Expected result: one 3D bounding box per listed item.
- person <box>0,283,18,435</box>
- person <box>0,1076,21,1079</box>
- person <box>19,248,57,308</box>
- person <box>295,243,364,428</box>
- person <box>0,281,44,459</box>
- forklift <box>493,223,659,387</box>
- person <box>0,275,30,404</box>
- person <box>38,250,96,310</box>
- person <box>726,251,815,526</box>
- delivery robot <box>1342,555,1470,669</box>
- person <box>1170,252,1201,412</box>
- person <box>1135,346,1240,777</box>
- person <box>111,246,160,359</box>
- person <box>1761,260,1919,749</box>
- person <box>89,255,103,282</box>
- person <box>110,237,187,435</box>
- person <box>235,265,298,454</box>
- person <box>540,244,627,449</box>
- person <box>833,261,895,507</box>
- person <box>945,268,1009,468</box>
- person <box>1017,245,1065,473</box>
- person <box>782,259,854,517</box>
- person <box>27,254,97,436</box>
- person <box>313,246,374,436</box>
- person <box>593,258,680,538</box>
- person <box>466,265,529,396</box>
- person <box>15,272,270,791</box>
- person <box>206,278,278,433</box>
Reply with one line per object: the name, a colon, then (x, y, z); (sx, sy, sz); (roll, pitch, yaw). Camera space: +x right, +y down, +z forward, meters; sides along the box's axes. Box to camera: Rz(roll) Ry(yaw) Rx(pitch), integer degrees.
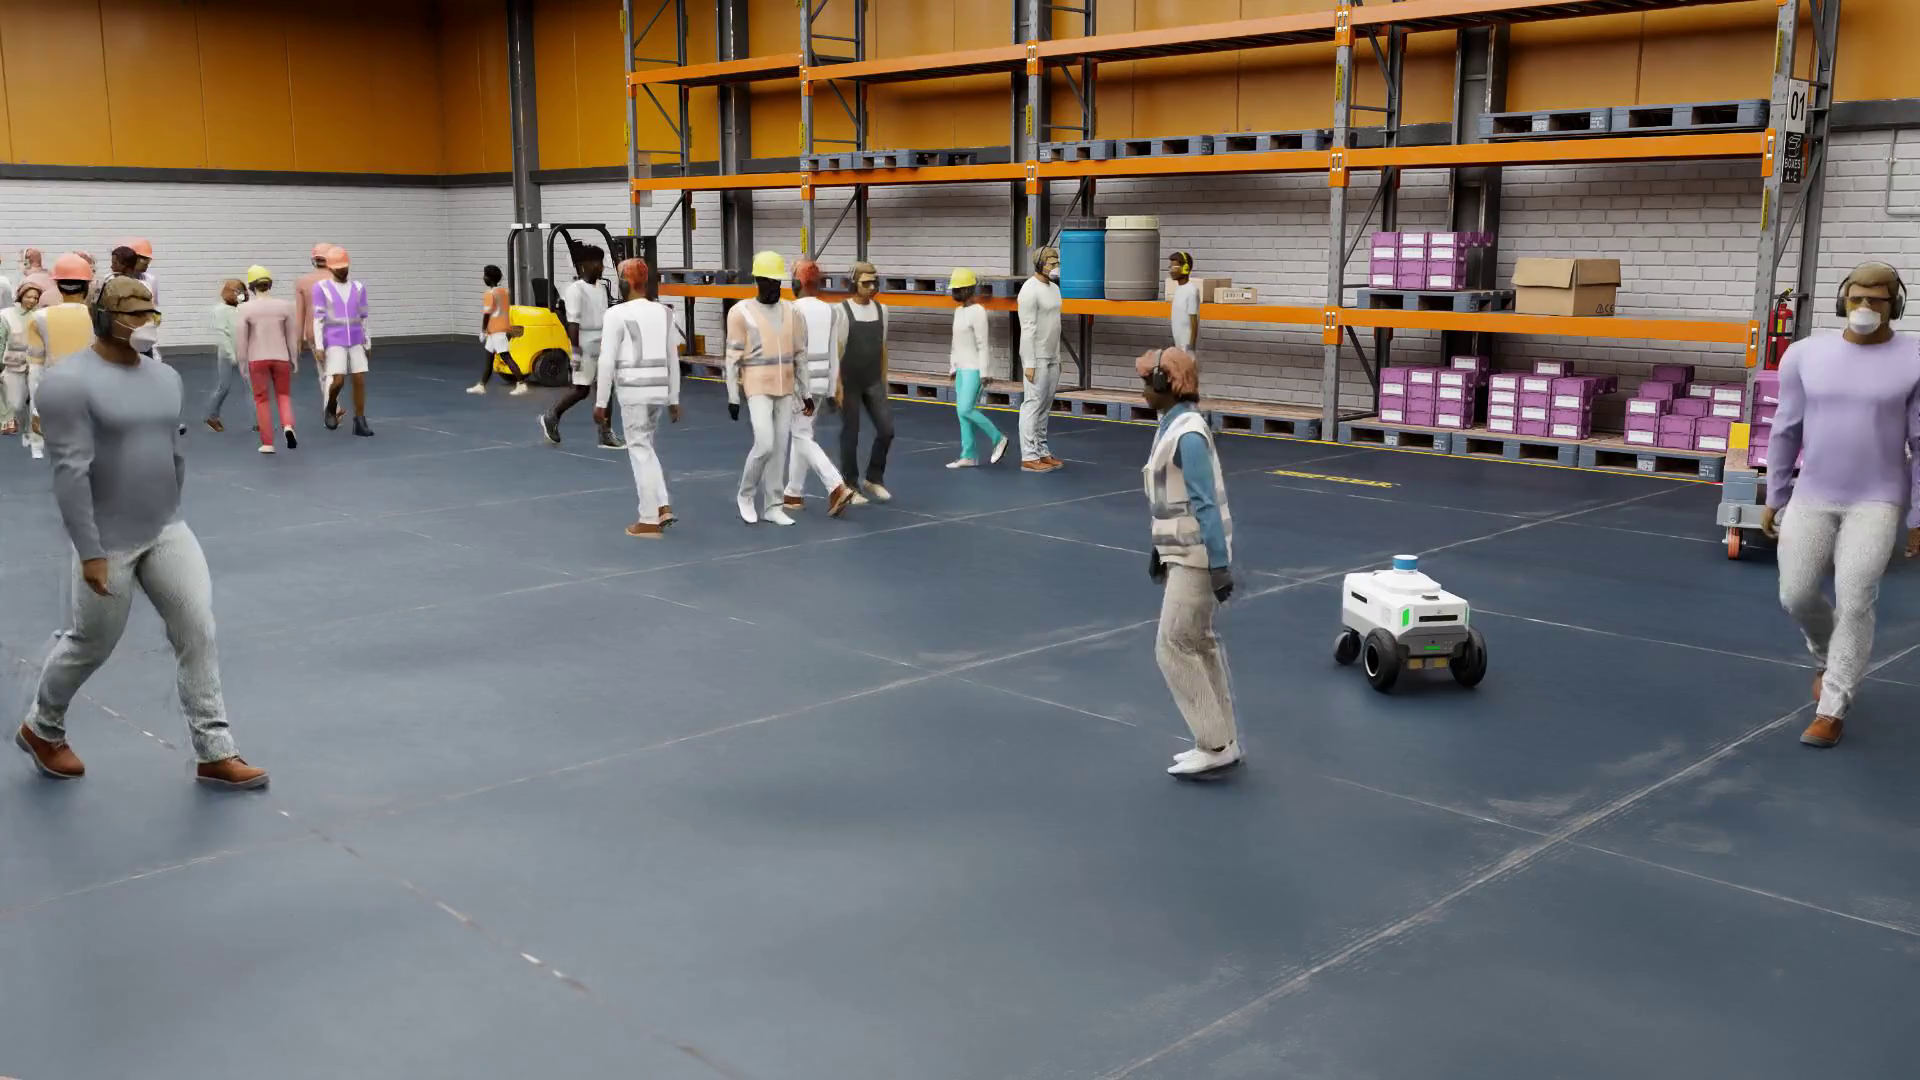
person: (-9.754, -1.953, 16.738); (0.528, 1.837, 0.639); (-3, 11, -17)
person: (-0.774, 0.947, 1.155); (0.524, 1.760, 0.328); (-3, 11, -16)
person: (-9.938, -2.220, 18.074); (0.418, 1.885, 0.663); (-1, 10, -3)
person: (-6.706, -2.177, 17.712); (0.653, 1.938, 1.041); (-1, 10, -3)
person: (-8.532, -1.564, 15.244); (0.555, 1.611, 0.630); (-5, 11, -24)
forklift: (-5.316, -3.263, 22.920); (2.313, 2.155, 1.214); (-10, 14, -44)
person: (-11.466, -2.550, 19.908); (0.995, 1.886, 0.548); (0, 10, -2)
person: (-7.164, -1.423, 13.691); (0.638, 1.903, 0.408); (-2, 11, -10)
person: (-1.318, -1.045, 11.581); (0.595, 1.912, 0.399); (-10, 14, -43)
delivery robot: (2.040, 0.311, 7.645); (0.477, 0.478, 0.707); (-2, 11, -10)
person: (2.208, -1.903, 16.424); (0.321, 1.860, 0.527); (-2, 11, -11)
person: (0.869, 0.081, 6.261); (0.458, 1.610, 0.534); (0, 10, 2)
person: (-7.811, -1.820, 15.803); (0.375, 1.917, 0.598); (-4, 11, -19)
person: (3.581, -0.151, 6.680); (0.644, 1.927, 0.635); (9, 14, 41)
person: (-8.595, -1.930, 16.628); (1.021, 1.848, 0.687); (3, 11, 14)
person: (-8.134, -1.987, 16.502); (1.033, 1.984, 0.646); (7, 12, 33)
person: (-6.407, -1.663, 15.395); (0.540, 1.750, 0.416); (-8, 13, -37)
person: (-3.578, -1.825, 15.767); (0.821, 1.946, 0.611); (4, 11, 20)
person: (-0.740, -1.149, 12.400); (0.528, 1.831, 0.444); (-6, 12, -32)
person: (0.109, -1.479, 14.406); (0.480, 1.747, 0.522); (-4, 11, -21)
person: (0.695, -1.549, 14.286); (0.367, 1.934, 0.623); (5, 11, 25)
person: (-1.079, -1.102, 12.054); (0.893, 1.861, 0.574); (8, 13, 36)
person: (-5.733, -0.913, 10.923); (0.578, 1.888, 0.979); (-2, 11, -12)
person: (-6.223, -1.994, 16.767); (0.609, 1.912, 0.580); (-9, 14, -41)
person: (-2.157, -0.939, 11.146); (0.461, 1.871, 0.596); (7, 12, 33)
person: (-5.840, -2.634, 20.969); (0.866, 1.651, 0.545); (1, 10, 5)
person: (-3.073, -0.021, 6.061); (0.981, 1.901, 0.632); (4, 11, 21)
person: (-7.451, -1.886, 17.049); (0.814, 1.590, 0.483); (5, 12, 25)
